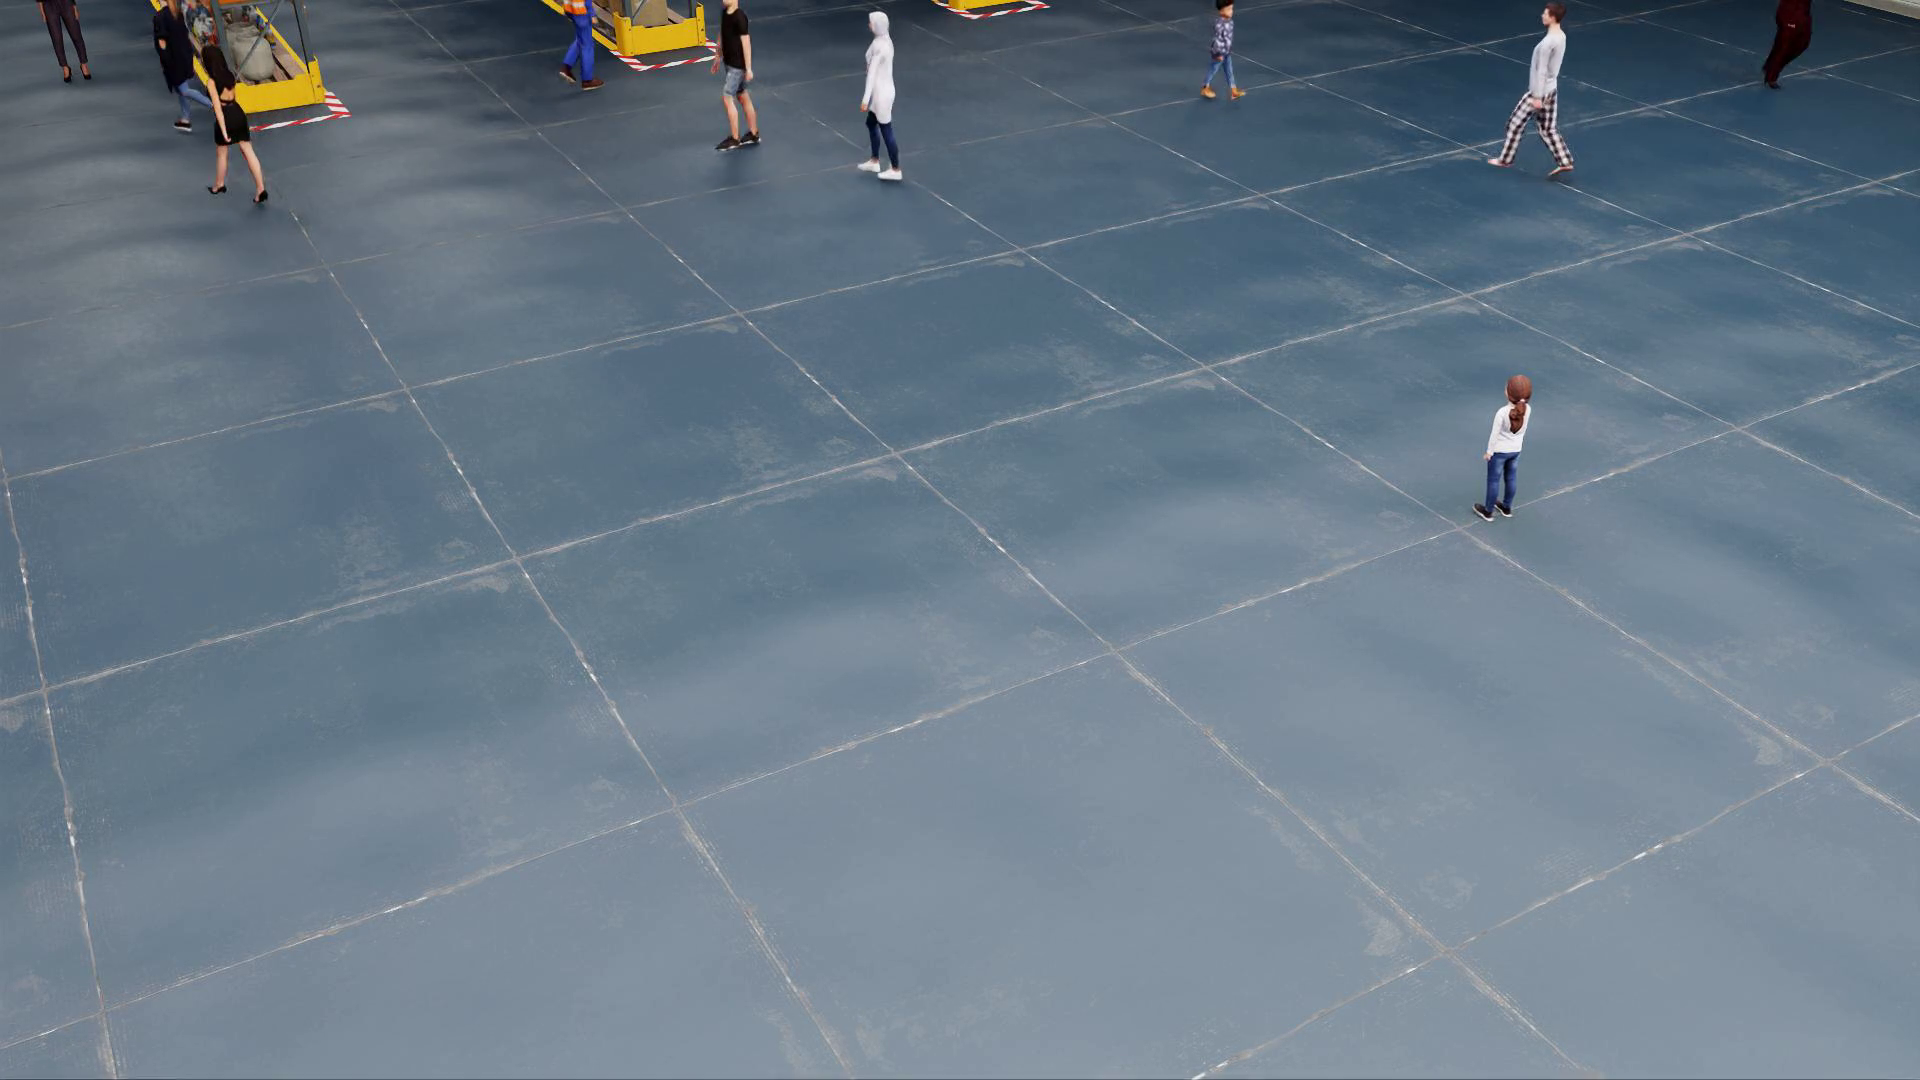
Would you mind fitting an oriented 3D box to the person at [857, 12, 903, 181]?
[{"bbox_3d":[-0.734,-4.654,17.541,0.890,1.762,0.840,4,33,7],"label":"person"}]

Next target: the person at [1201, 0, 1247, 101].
[{"bbox_3d":[3.114,-5.924,20.063,0.628,1.220,0.881,-27,41,-36],"label":"person"}]

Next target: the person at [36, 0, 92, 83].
[{"bbox_3d":[-11.184,-6.562,20.651,0.603,1.672,0.533,-14,35,-22],"label":"person"}]

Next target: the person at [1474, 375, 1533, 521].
[{"bbox_3d":[3.890,-0.664,11.826,0.452,1.112,0.483,-13,35,-20],"label":"person"}]

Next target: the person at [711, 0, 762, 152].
[{"bbox_3d":[-2.401,-5.284,18.479,0.746,1.828,0.764,-14,35,-21],"label":"person"}]

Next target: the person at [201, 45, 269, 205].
[{"bbox_3d":[-7.349,-4.200,16.958,1.036,1.617,0.900,14,35,21],"label":"person"}]

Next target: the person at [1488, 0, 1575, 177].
[{"bbox_3d":[6.249,-4.722,17.610,1.239,1.805,0.920,23,39,32],"label":"person"}]

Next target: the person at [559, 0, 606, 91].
[{"bbox_3d":[-4.693,-6.374,20.181,0.828,1.854,0.783,-25,40,-34],"label":"person"}]

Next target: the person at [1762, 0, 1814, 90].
[{"bbox_3d":[10.097,-6.409,20.341,0.800,1.744,0.785,23,39,32],"label":"person"}]

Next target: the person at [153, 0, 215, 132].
[{"bbox_3d":[-8.805,-5.453,18.904,1.077,1.660,1.029,4,32,7],"label":"person"}]
